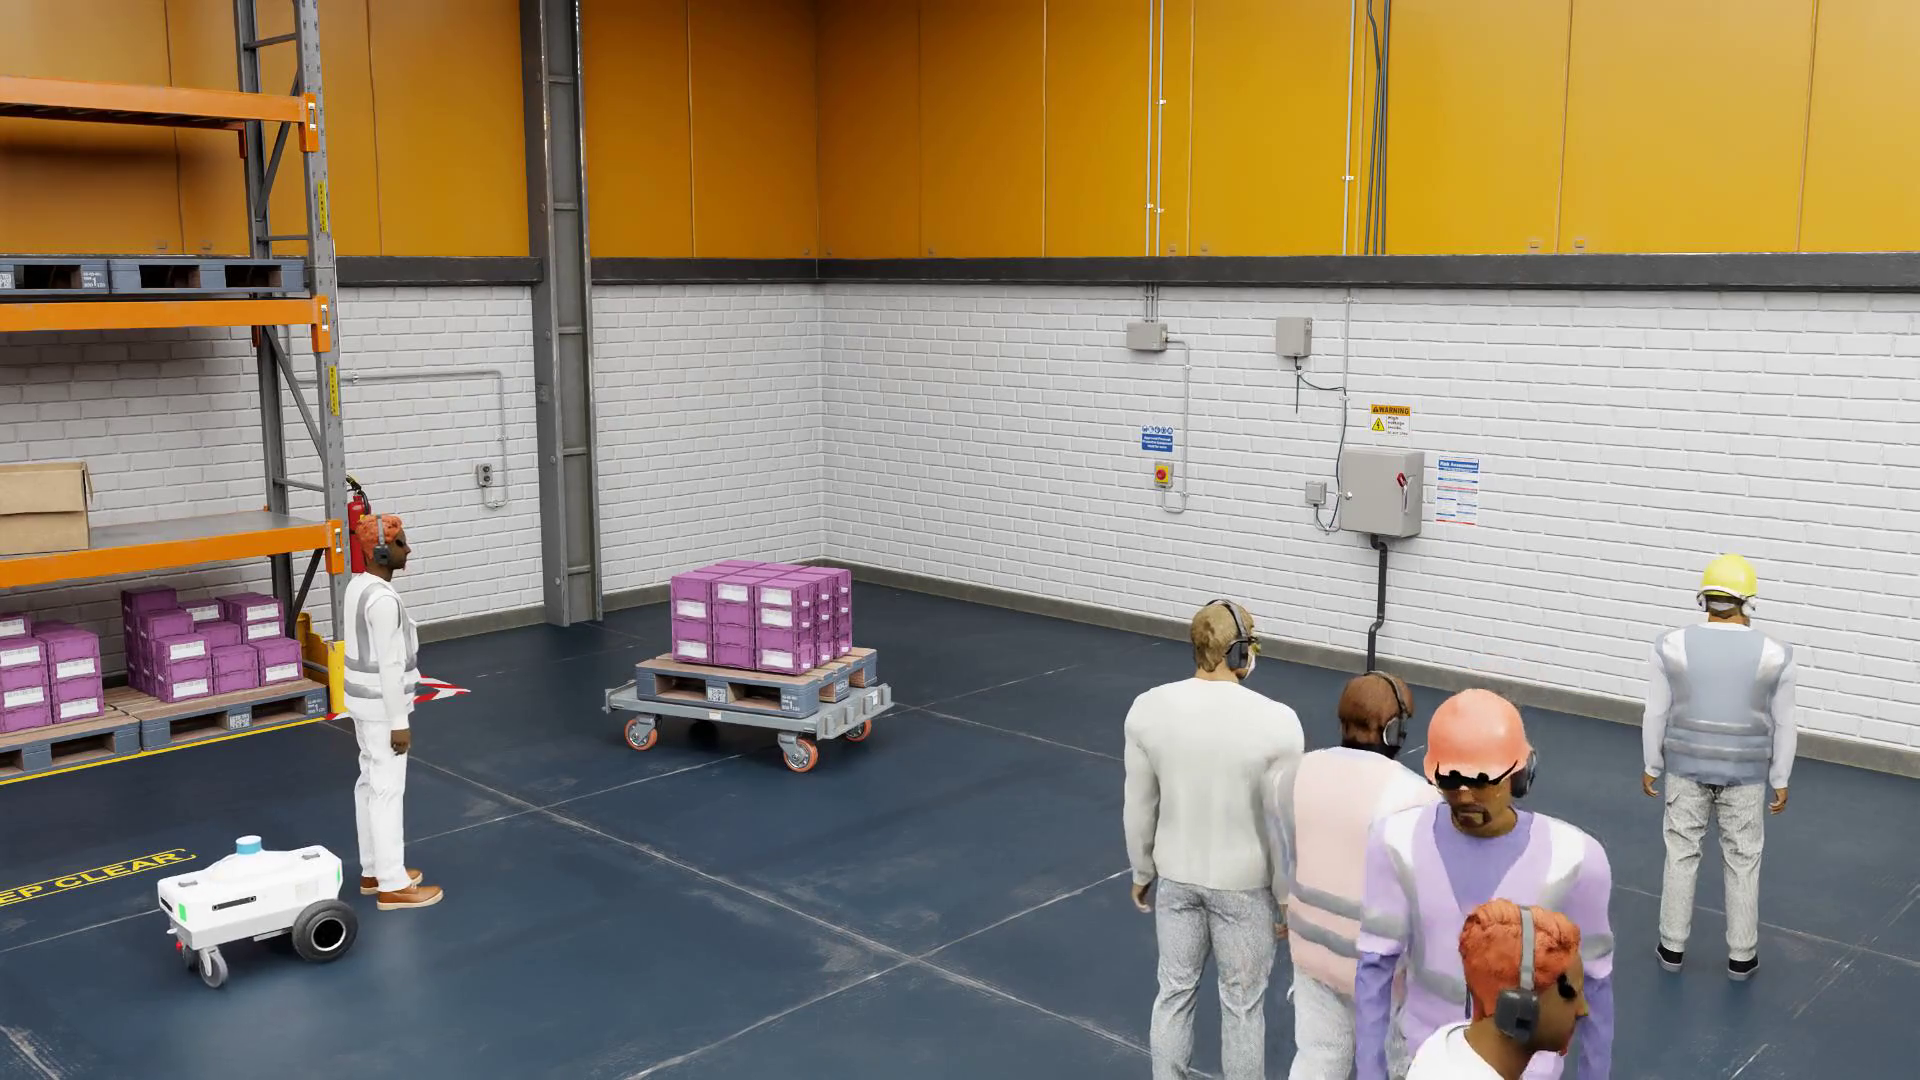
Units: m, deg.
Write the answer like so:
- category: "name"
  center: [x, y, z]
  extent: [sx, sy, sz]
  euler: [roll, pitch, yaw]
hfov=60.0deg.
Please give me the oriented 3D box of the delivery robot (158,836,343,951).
- category: "delivery robot"
  center: [-3.092, 1.537, 7.259]
  extent: [0.707, 0.478, 0.477]
  euler: [-8, 12, -39]

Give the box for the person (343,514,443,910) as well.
- category: "person"
  center: [-2.745, 0.810, 7.941]
  extent: [0.360, 1.882, 0.575]
  euler: [-6, 11, -32]

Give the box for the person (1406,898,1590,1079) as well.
- category: "person"
  center: [1.002, 1.592, 3.192]
  extent: [0.727, 1.858, 0.627]
  euler: [2, 10, 13]

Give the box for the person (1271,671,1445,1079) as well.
- category: "person"
  center: [1.318, 1.298, 5.196]
  extent: [0.875, 1.803, 0.636]
  euler: [-8, 12, -40]

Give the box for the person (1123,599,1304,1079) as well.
- category: "person"
  center: [0.858, 1.158, 5.645]
  extent: [0.629, 1.937, 0.379]
  euler: [5, 11, 29]

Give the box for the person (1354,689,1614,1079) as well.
- category: "person"
  center: [1.305, 1.355, 4.272]
  extent: [0.618, 1.983, 1.038]
  euler: [6, 11, 32]

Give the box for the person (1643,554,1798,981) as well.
- category: "person"
  center: [3.246, 0.967, 7.139]
  extent: [0.597, 1.828, 0.403]
  euler: [4, 10, 25]
